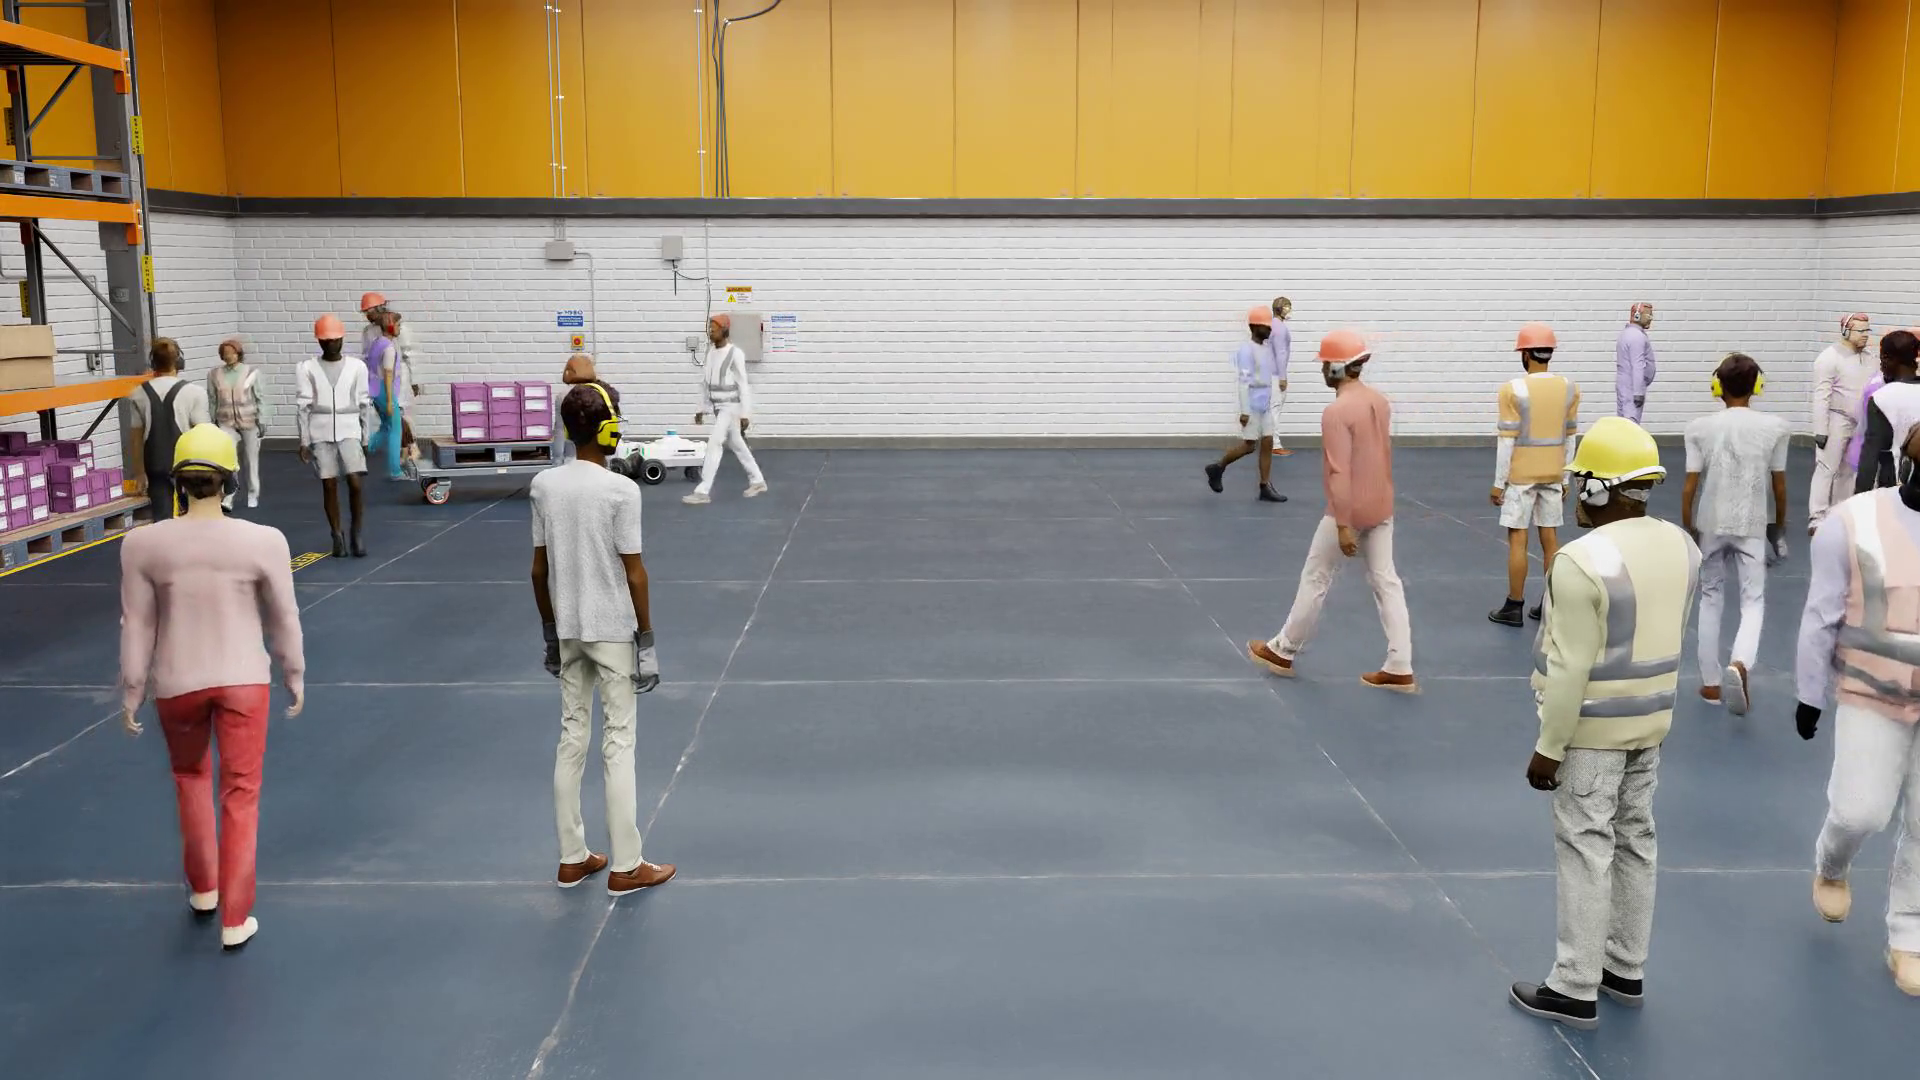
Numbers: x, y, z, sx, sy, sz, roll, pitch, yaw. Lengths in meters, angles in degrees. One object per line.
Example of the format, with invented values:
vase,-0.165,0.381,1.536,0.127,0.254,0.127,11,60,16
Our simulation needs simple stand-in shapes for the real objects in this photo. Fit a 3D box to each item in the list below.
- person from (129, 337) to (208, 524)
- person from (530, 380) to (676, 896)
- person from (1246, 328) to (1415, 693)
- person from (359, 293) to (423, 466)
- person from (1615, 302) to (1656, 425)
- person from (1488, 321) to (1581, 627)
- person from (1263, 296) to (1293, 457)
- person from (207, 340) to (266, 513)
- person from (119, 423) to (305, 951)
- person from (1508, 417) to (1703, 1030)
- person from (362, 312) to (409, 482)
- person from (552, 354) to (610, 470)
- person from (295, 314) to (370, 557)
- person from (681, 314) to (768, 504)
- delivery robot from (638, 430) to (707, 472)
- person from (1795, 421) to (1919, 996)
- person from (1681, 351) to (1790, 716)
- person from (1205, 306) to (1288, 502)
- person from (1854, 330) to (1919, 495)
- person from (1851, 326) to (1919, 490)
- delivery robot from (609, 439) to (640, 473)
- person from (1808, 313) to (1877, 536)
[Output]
person,-5.299,-0.458,11.216,0.529,1.818,0.795,-1,9,-6
person,-1.312,0.357,6.046,0.514,1.872,0.328,4,10,25
person,2.061,-0.169,9.050,0.630,1.940,1.021,-8,12,-42
person,-6.539,-1.822,19.020,0.622,1.995,0.565,4,10,22
person,7.379,-1.639,18.184,0.400,1.905,0.643,1,9,9
person,3.626,-0.411,10.563,0.548,1.934,0.376,-2,10,-13
person,3.839,-1.981,20.192,0.370,1.934,0.627,-1,9,-5
person,-6.739,-1.053,15.504,0.528,1.593,0.844,-2,9,-11
person,-2.522,0.477,5.661,0.558,1.742,0.657,-3,10,-15
person,1.924,0.546,5.001,0.590,1.833,0.404,-6,11,-35
person,-6.152,-1.501,17.609,0.601,1.821,0.574,-6,11,-31
person,-2.929,-0.655,13.044,0.714,1.605,0.507,7,12,38
person,-4.869,-0.797,12.972,0.551,1.913,0.583,-4,10,-21
person,-2.280,-1.289,16.266,1.003,1.833,0.585,-7,12,-36
delivery robot,-3.052,-0.932,17.684,0.707,0.478,0.477,-3,10,-16
person,3.027,0.499,5.330,0.656,1.824,0.550,2,10,13
person,3.935,-0.028,8.462,0.528,1.850,0.718,4,10,26
person,2.829,-1.328,16.244,0.777,1.916,0.555,7,11,35
person,5.654,-0.307,10.024,0.619,1.895,0.489,-4,10,-21
person,6.225,-0.494,11.204,0.594,1.888,0.529,-8,12,-40
delivery robot,-3.792,-0.943,17.750,0.707,0.478,0.477,2,9,13
person,7.452,-0.952,13.993,0.647,1.902,0.399,-4,10,-25
